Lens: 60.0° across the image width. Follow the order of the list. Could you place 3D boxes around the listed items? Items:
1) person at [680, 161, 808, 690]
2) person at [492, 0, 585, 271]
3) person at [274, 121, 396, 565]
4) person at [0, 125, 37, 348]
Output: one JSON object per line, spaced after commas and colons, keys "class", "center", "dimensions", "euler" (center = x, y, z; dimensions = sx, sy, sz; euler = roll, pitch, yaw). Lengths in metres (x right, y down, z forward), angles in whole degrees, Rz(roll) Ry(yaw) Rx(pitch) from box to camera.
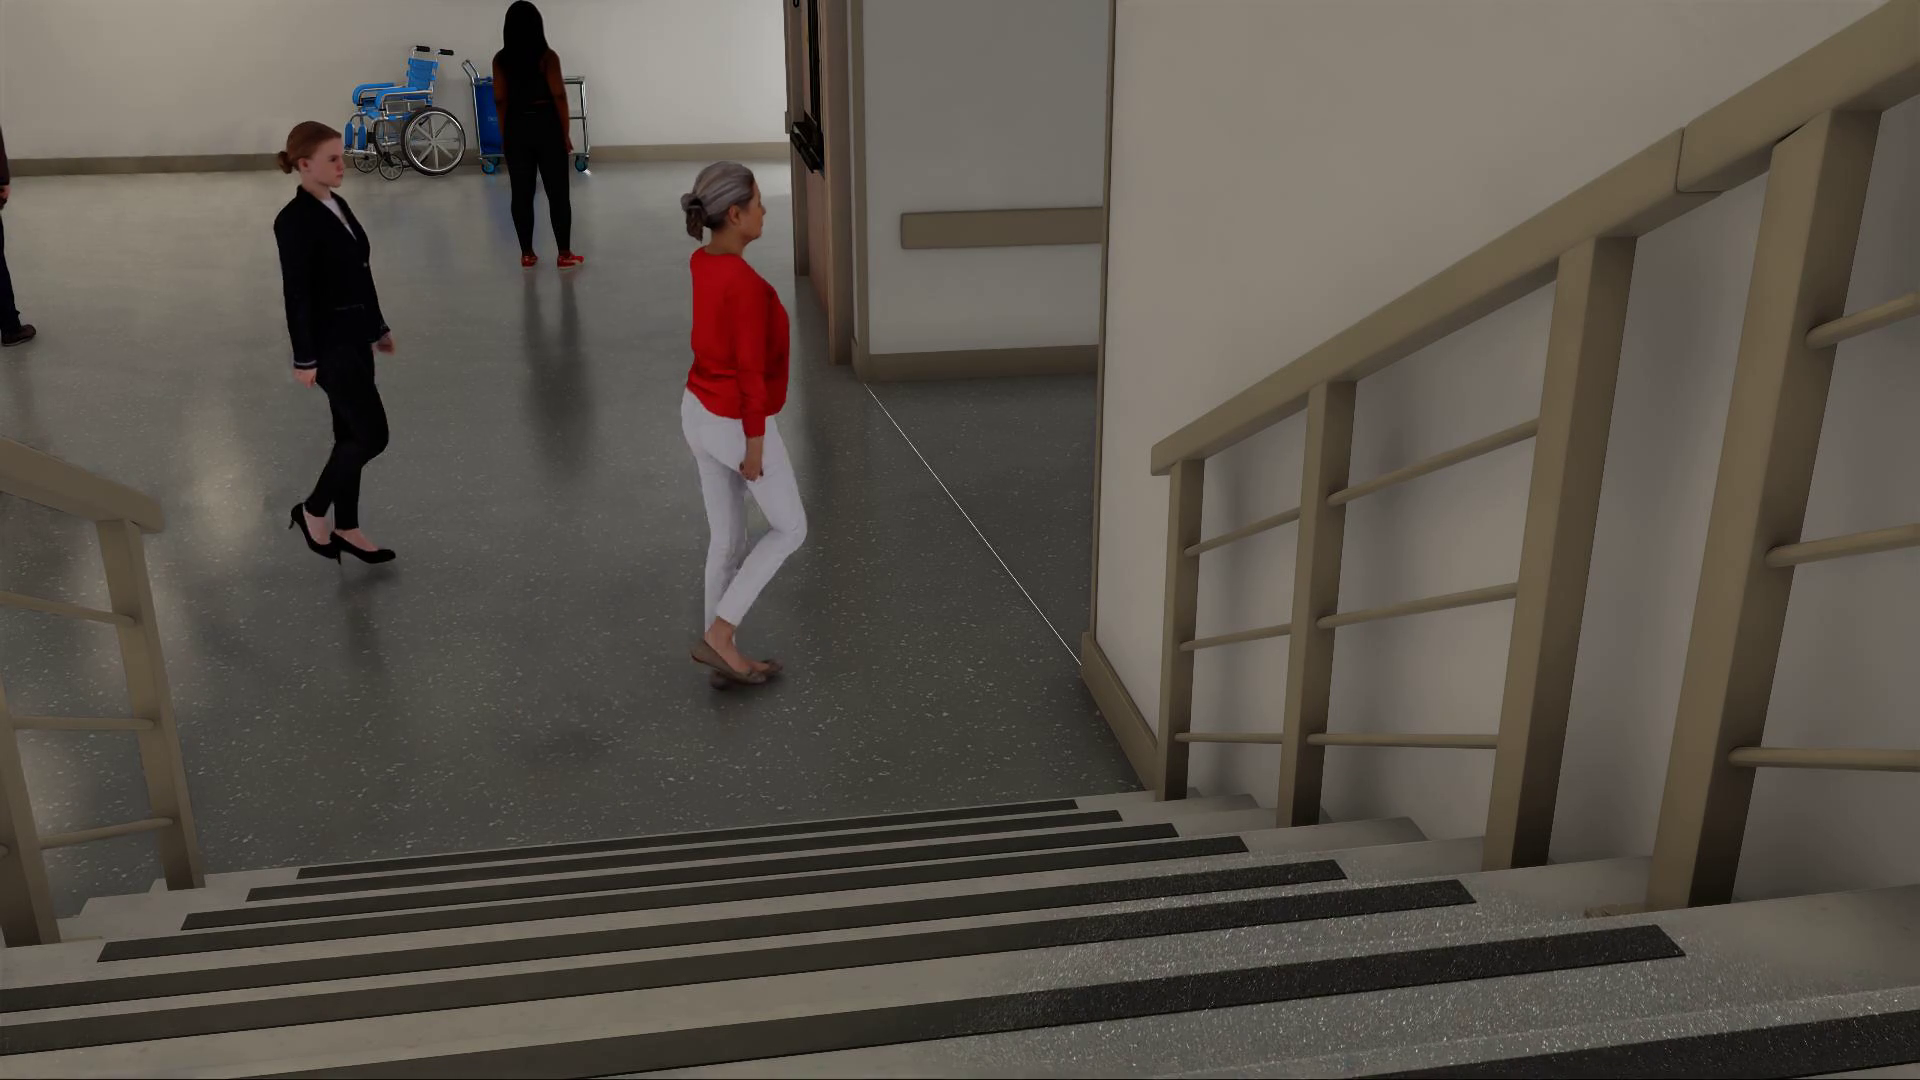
{"class": "person", "center": [-0.776, -0.302, 5.127], "dimensions": [0.745, 1.684, 0.688], "euler": [-15, 25, -35]}
{"class": "person", "center": [-2.946, -2.795, 11.524], "dimensions": [0.723, 1.816, 0.693], "euler": [1, 21, 4]}
{"class": "person", "center": [-2.392, -0.689, 6.163], "dimensions": [0.706, 1.674, 0.613], "euler": [0, 21, -1]}
{"class": "person", "center": [-5.689, -2.017, 9.423], "dimensions": [0.742, 1.848, 0.652], "euler": [-4, 21, -11]}
